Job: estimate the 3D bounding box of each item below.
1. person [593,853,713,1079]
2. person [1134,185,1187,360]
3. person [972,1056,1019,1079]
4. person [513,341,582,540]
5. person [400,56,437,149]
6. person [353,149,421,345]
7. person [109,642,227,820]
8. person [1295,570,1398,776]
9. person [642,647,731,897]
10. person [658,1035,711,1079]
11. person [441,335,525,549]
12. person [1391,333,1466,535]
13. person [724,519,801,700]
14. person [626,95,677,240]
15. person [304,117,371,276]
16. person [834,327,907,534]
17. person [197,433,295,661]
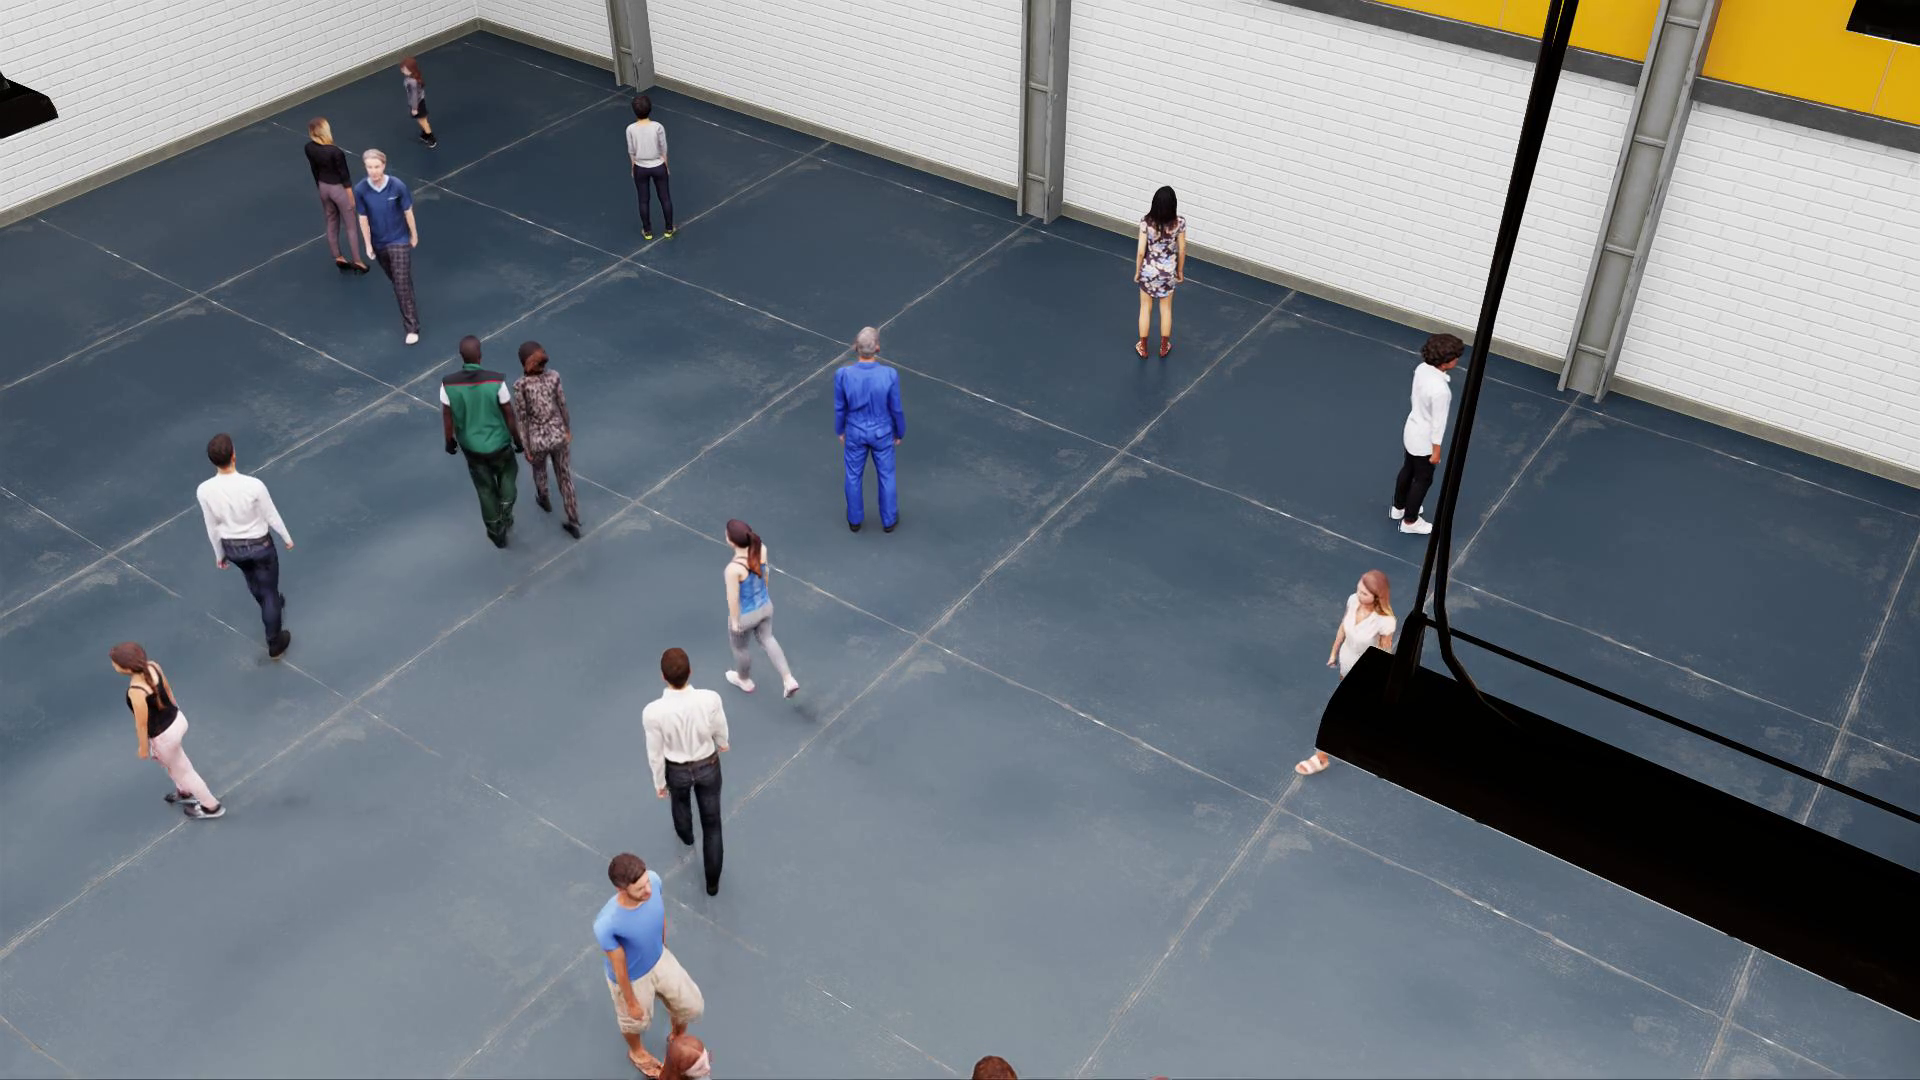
[{"bbox_3d":[-1.858,2.337,9.255,0.694,1.847,0.661,26,46,29],"label":"person"},{"bbox_3d":[1.832,-2.471,15.366,0.637,1.733,0.738,0,39,0],"label":"person"},{"bbox_3d":[0.148,3.129,8.421,0.523,1.650,0.602,27,46,29],"label":"person"},{"bbox_3d":[-3.269,-0.747,13.250,0.832,1.679,1.022,-22,44,-25],"label":"person"},{"bbox_3d":[-6.258,-5.088,19.160,0.648,1.089,0.541,-4,39,-5],"label":"person"},{"bbox_3d":[-5.399,-2.864,15.778,1.185,1.833,1.181,-3,39,-3],"label":"person"},{"bbox_3d":[-5.118,1.245,10.859,0.780,1.550,0.708,-1,39,-2],"label":"person"},{"bbox_3d":[2.777,0.844,11.273,0.991,1.661,1.138,-18,42,-21],"label":"person"},{"bbox_3d":[-1.644,1.501,10.305,1.007,1.842,1.081,-8,39,-10],"label":"person"},{"bbox_3d":[-1.471,3.047,8.481,1.219,1.703,0.894,8,39,10],"label":"person"},{"bbox_3d":[-3.725,-0.715,13.106,0.891,1.810,0.972,-6,39,-8],"label":"person"},{"bbox_3d":[3.713,-0.864,13.294,0.785,1.809,0.733,-5,39,-6],"label":"person"},{"bbox_3d":[-1.428,0.516,11.734,0.919,1.599,0.614,27,46,30],"label":"person"},{"bbox_3d":[-3.220,-3.868,17.260,0.609,1.553,0.670,-6,39,-8],"label":"person"},{"bbox_3d":[-6.238,-3.423,16.612,0.556,1.666,0.695,14,41,17],"label":"person"},{"bbox_3d":[-0.727,-0.859,13.275,0.722,1.824,0.848,1,39,1],"label":"person"},{"bbox_3d":[-5.169,0.112,12.042,1.006,1.845,1.040,-3,39,-4],"label":"person"}]
